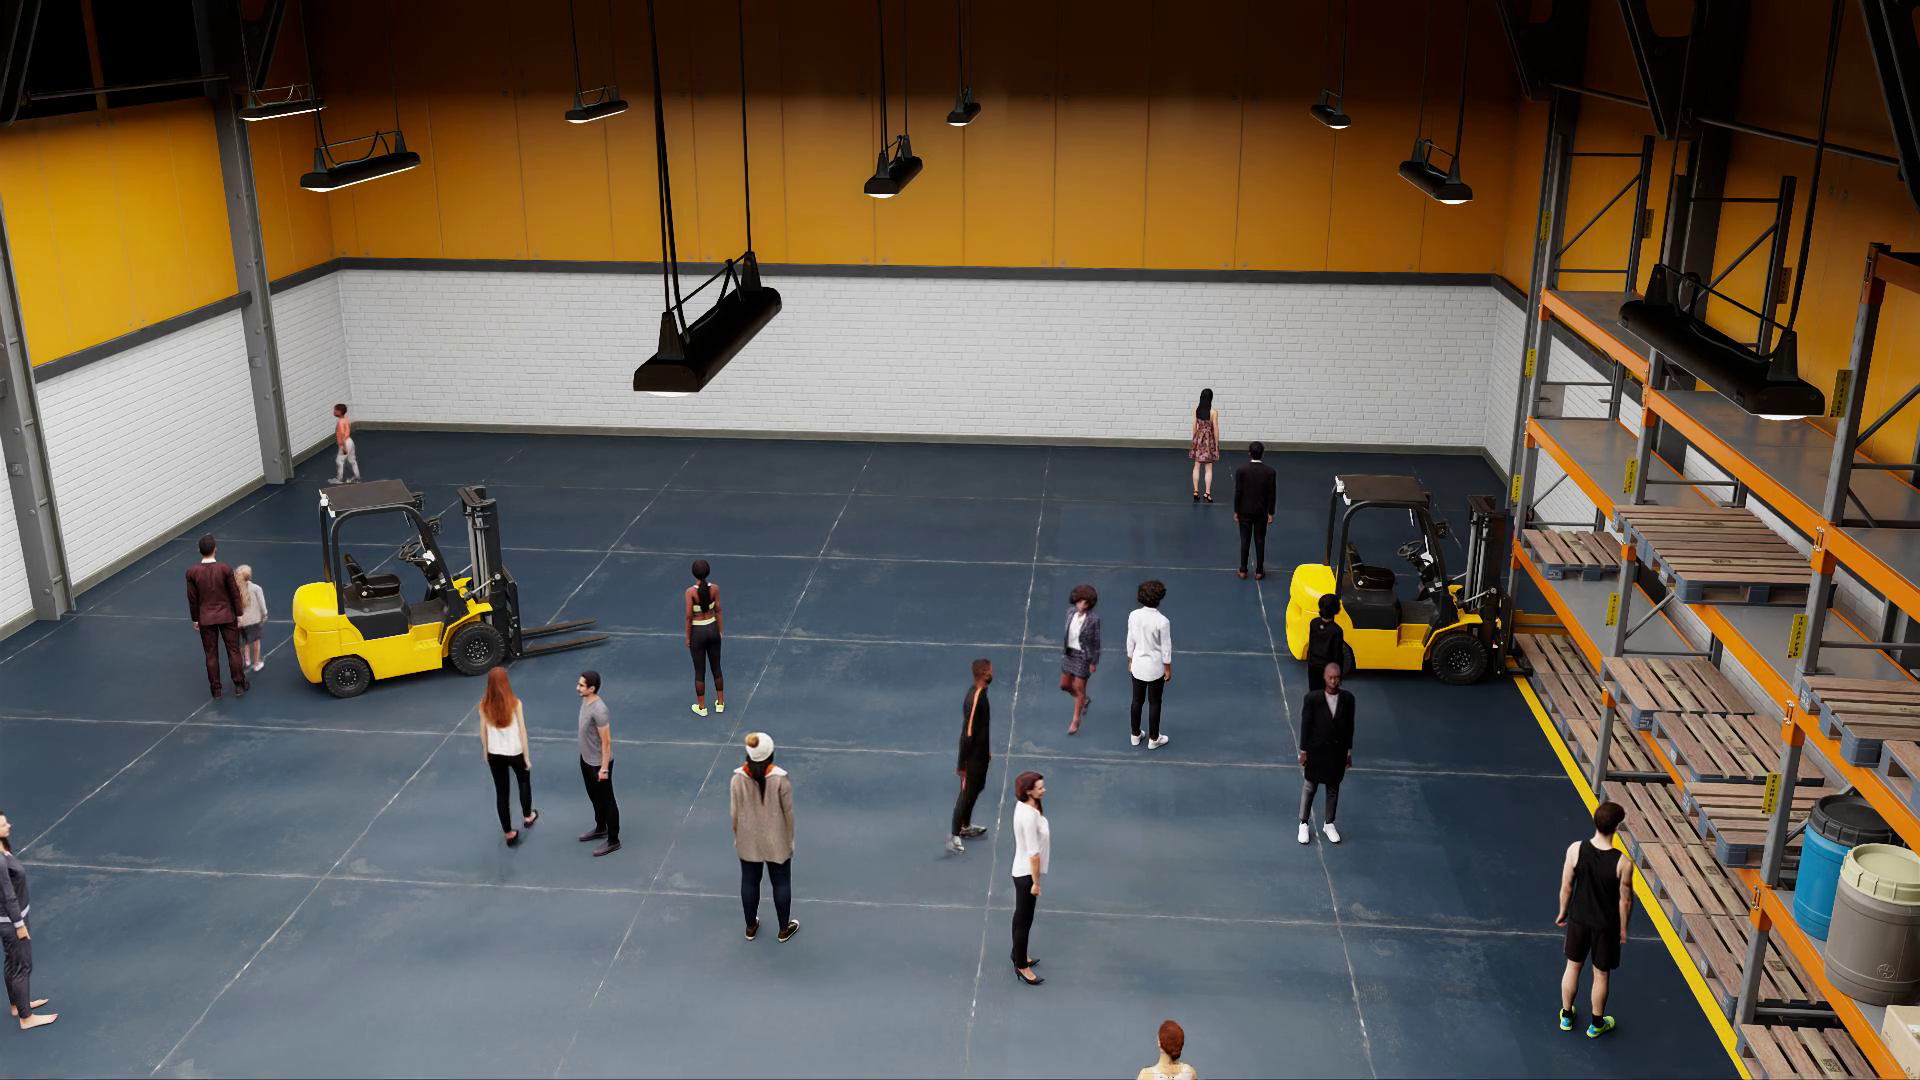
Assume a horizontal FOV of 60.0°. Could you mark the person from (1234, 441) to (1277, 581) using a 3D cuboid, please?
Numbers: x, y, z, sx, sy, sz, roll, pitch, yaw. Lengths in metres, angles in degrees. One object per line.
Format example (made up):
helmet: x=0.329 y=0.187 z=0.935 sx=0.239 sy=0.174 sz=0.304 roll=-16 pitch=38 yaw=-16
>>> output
person: x=3.896 y=-0.395 z=22.086 sx=0.711 sy=1.883 sz=0.575 roll=3 pitch=19 yaw=10

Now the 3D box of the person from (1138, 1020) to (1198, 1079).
person: x=1.267 y=3.742 z=10.220 sx=0.841 sy=1.614 sz=1.059 roll=-7 pitch=20 yaw=-20

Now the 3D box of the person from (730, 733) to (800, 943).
person: x=-1.628 y=2.424 z=13.707 sx=0.702 sy=1.888 sz=0.683 roll=3 pitch=19 yaw=9

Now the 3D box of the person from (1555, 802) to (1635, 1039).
person: x=4.749 y=2.842 z=12.460 sx=0.774 sy=1.891 sz=0.779 roll=13 pitch=23 yaw=34

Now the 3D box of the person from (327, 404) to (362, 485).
person: x=-9.670 y=-1.517 z=26.336 sx=0.622 sy=1.296 sz=0.687 roll=-1 pitch=19 yaw=-4

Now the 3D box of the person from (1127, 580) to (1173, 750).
person: x=1.951 y=1.277 z=17.236 sx=0.711 sy=1.808 sz=0.699 roll=11 pitch=22 yaw=30

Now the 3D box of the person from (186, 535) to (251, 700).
person: x=-8.229 y=0.849 z=18.420 sx=0.770 sy=1.864 sz=0.737 roll=-6 pitch=20 yaw=-17

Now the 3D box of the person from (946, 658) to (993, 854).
person: x=0.069 y=1.970 z=15.227 sx=0.915 sy=1.778 sz=0.579 roll=8 pitch=20 yaw=22

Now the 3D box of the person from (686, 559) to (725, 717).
person: x=-2.760 y=1.048 z=18.003 sx=0.646 sy=1.754 sz=0.666 roll=-10 pitch=21 yaw=-26

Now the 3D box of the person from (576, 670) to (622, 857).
person: x=-3.312 y=1.999 z=15.180 sx=0.761 sy=1.754 sz=0.670 roll=-11 pitch=22 yaw=-30

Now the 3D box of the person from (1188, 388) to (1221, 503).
person: x=3.736 y=-1.448 z=25.385 sx=0.787 sy=1.773 sz=0.821 roll=11 pitch=22 yaw=30

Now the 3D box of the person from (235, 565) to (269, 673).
person: x=-8.197 y=0.918 z=19.151 sx=0.522 sy=1.266 sz=0.571 roll=-1 pitch=19 yaw=-4

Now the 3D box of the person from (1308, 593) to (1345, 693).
person: x=3.769 y=1.339 z=17.261 sx=0.718 sy=1.676 sz=0.657 roll=-15 pitch=24 yaw=-37

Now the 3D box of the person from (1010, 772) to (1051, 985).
person: x=0.530 y=2.650 z=13.182 sx=0.695 sy=1.794 sz=0.492 roll=-1 pitch=19 yaw=-2

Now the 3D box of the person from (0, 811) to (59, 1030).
person: x=-7.208 y=2.854 z=12.619 sx=0.736 sy=1.768 sz=0.681 roll=-16 pitch=24 yaw=-39

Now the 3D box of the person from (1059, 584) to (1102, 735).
person: x=1.316 y=1.248 z=17.536 sx=0.807 sy=1.673 sz=0.864 roll=18 pitch=25 yaw=42

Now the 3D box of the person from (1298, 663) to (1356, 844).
person: x=3.379 y=1.945 z=15.328 sx=0.670 sy=1.761 sz=0.587 roll=-1 pitch=19 yaw=-2

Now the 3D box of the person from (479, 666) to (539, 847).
person: x=-4.168 y=2.007 z=15.233 sx=0.658 sy=1.703 sz=0.830 roll=0 pitch=19 yaw=0
